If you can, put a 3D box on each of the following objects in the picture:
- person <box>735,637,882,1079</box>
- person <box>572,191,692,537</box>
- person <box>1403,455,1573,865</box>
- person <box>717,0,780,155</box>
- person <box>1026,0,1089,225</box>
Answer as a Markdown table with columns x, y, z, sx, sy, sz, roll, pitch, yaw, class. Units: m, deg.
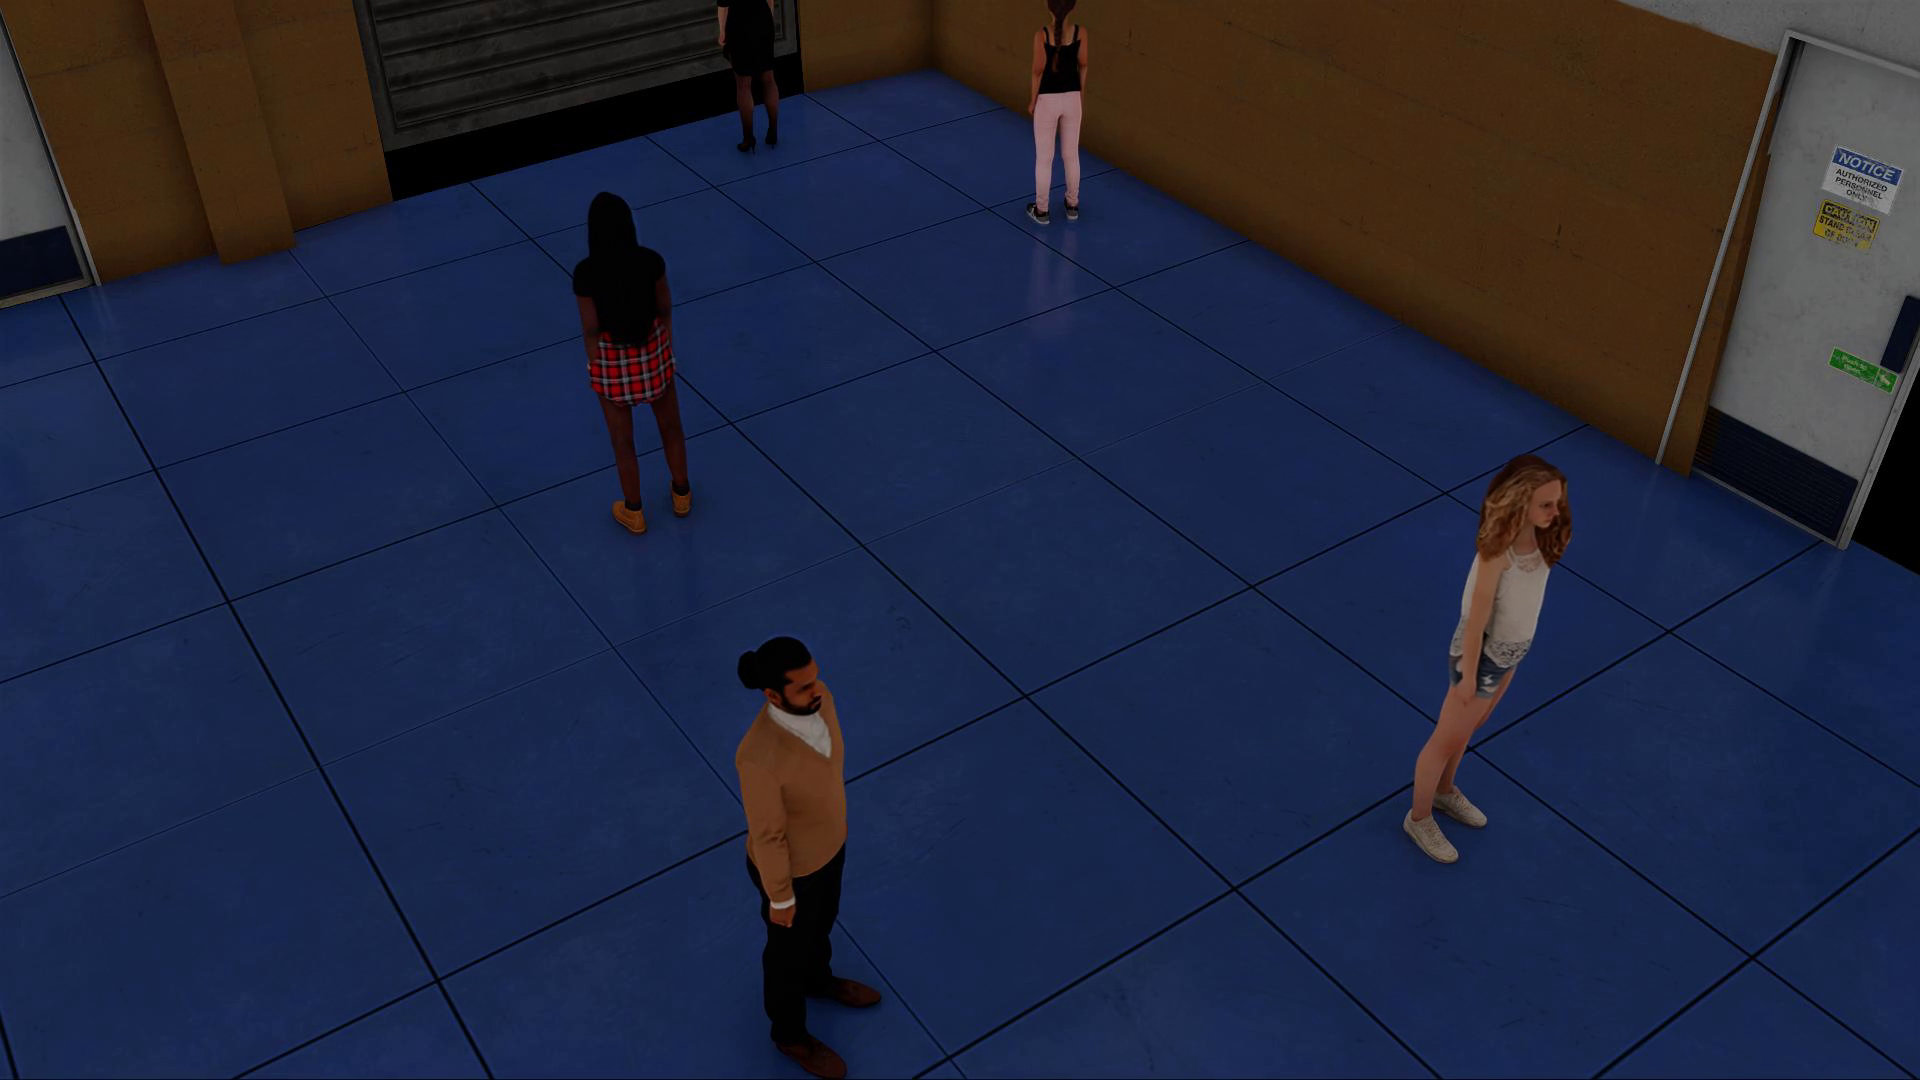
| x | y | z | sx | sy | sz | roll | pitch | yaw | class |
| --- | --- | --- | --- | --- | --- | --- | --- | --- | --- |
| -0.516 | 1.000 | 5.353 | 0.816 | 1.755 | 0.727 | 11 | 38 | 15 | person |
| -1.539 | -0.820 | 7.801 | 0.552 | 1.727 | 0.685 | -19 | 41 | -24 | person |
| 1.919 | 0.427 | 6.114 | 0.659 | 1.759 | 0.492 | 30 | 46 | 34 | person |
| -1.438 | -3.474 | 11.341 | 0.436 | 1.706 | 0.653 | -20 | 41 | -25 | person |
| 0.624 | -2.761 | 10.521 | 0.549 | 1.565 | 0.652 | -9 | 38 | -12 | person |
